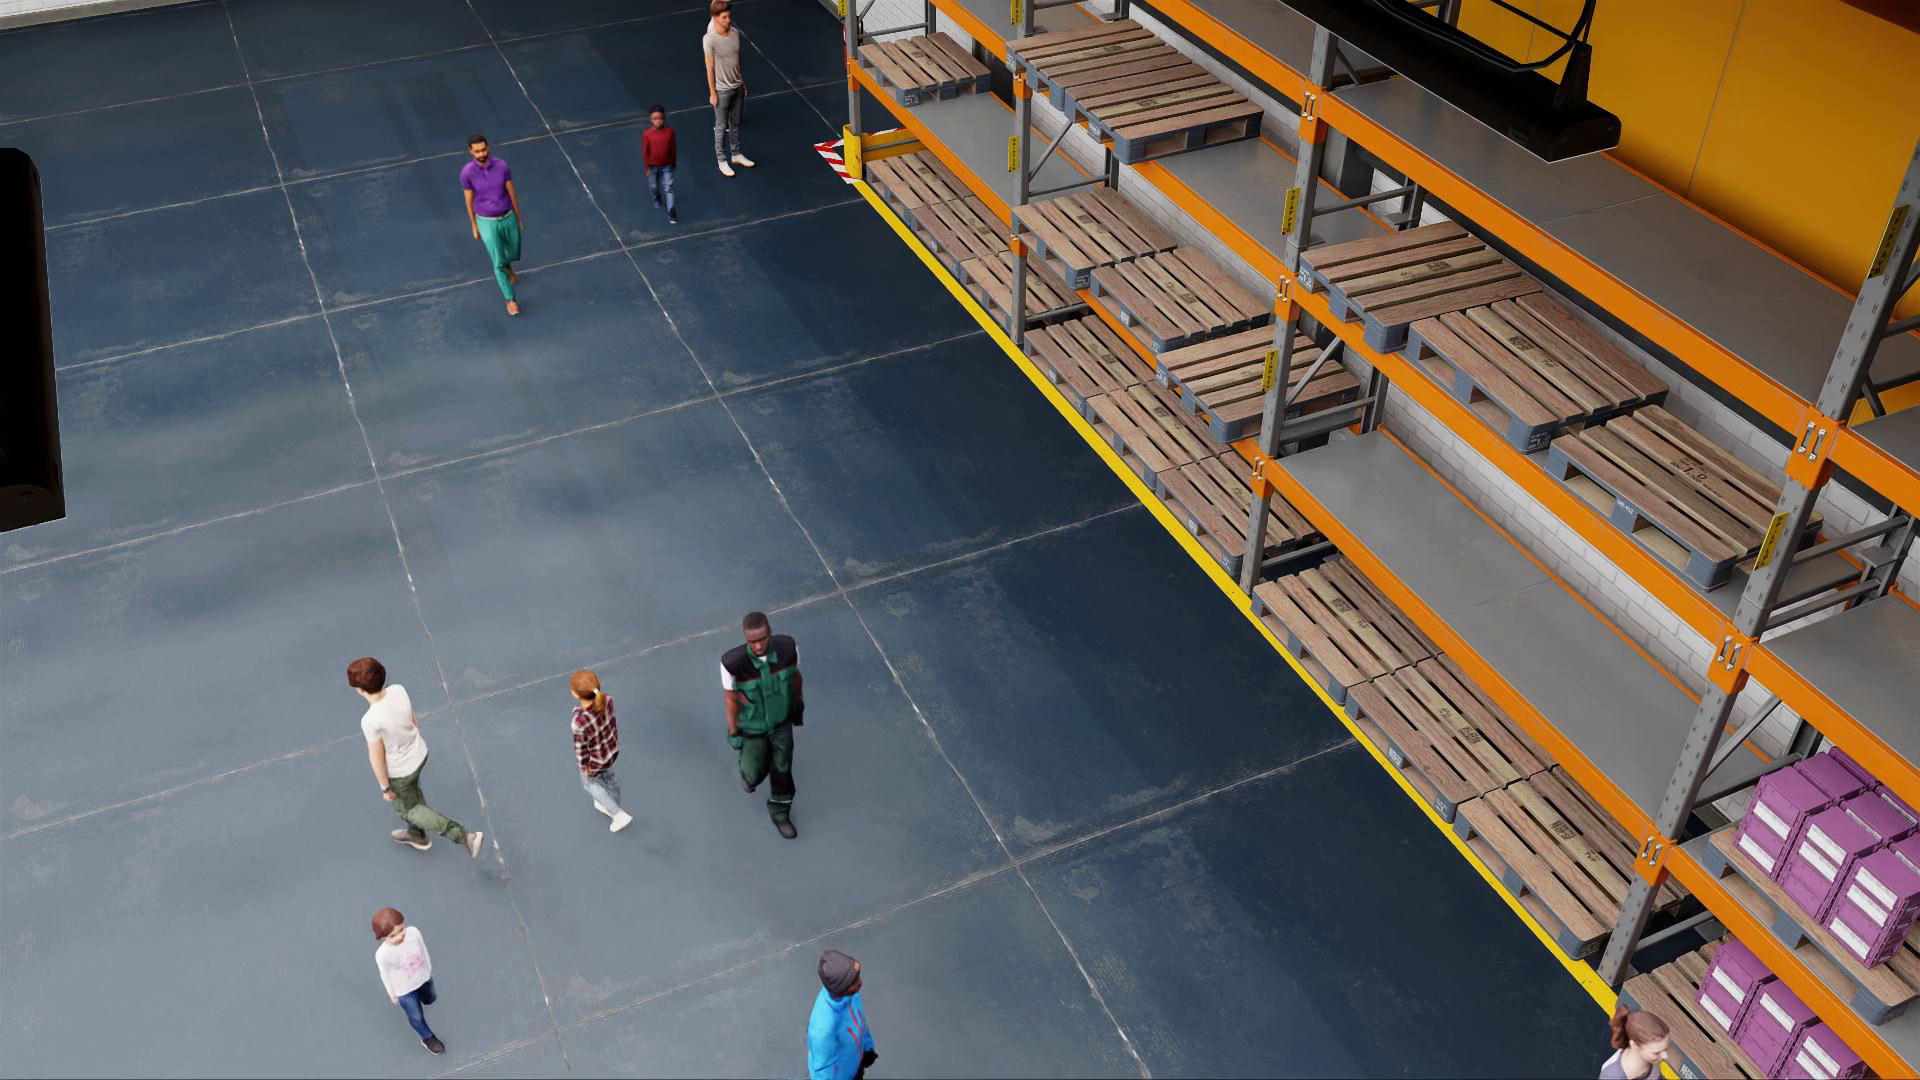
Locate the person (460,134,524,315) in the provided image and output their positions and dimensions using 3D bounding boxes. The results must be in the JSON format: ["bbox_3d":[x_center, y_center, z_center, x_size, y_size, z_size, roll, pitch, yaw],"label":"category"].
[{"bbox_3d":[-4.413,-3.052,15.781,0.656,1.748,0.982,-17,42,-20],"label":"person"}]

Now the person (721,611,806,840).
[{"bbox_3d":[-1.275,1.091,10.535,0.702,1.822,0.891,-19,42,-22],"label":"person"}]

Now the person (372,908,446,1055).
[{"bbox_3d":[-3.144,2.454,9.406,0.730,1.100,0.598,28,46,30],"label":"person"}]

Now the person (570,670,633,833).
[{"bbox_3d":[-2.259,1.361,10.618,0.746,1.296,0.674,23,44,26],"label":"person"}]

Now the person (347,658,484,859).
[{"bbox_3d":[-3.370,1.414,10.289,1.064,1.624,1.028,11,40,13],"label":"person"}]

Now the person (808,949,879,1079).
[{"bbox_3d":[-0.702,2.704,8.547,0.795,1.781,0.718,9,40,11],"label":"person"}]

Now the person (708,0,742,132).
[{"bbox_3d":[-2.676,-5.504,18.870,0.708,1.726,0.625,7,39,8],"label":"person"}]

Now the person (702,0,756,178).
[{"bbox_3d":[-2.529,-4.907,17.986,0.719,1.895,0.732,26,46,29],"label":"person"}]

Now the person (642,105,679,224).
[{"bbox_3d":[-3.130,-3.942,17.302,0.567,1.242,0.774,-11,40,-13],"label":"person"}]

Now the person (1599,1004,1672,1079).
[{"bbox_3d":[3.228,2.925,8.282,0.636,1.768,0.648,-29,47,-31],"label":"person"}]
